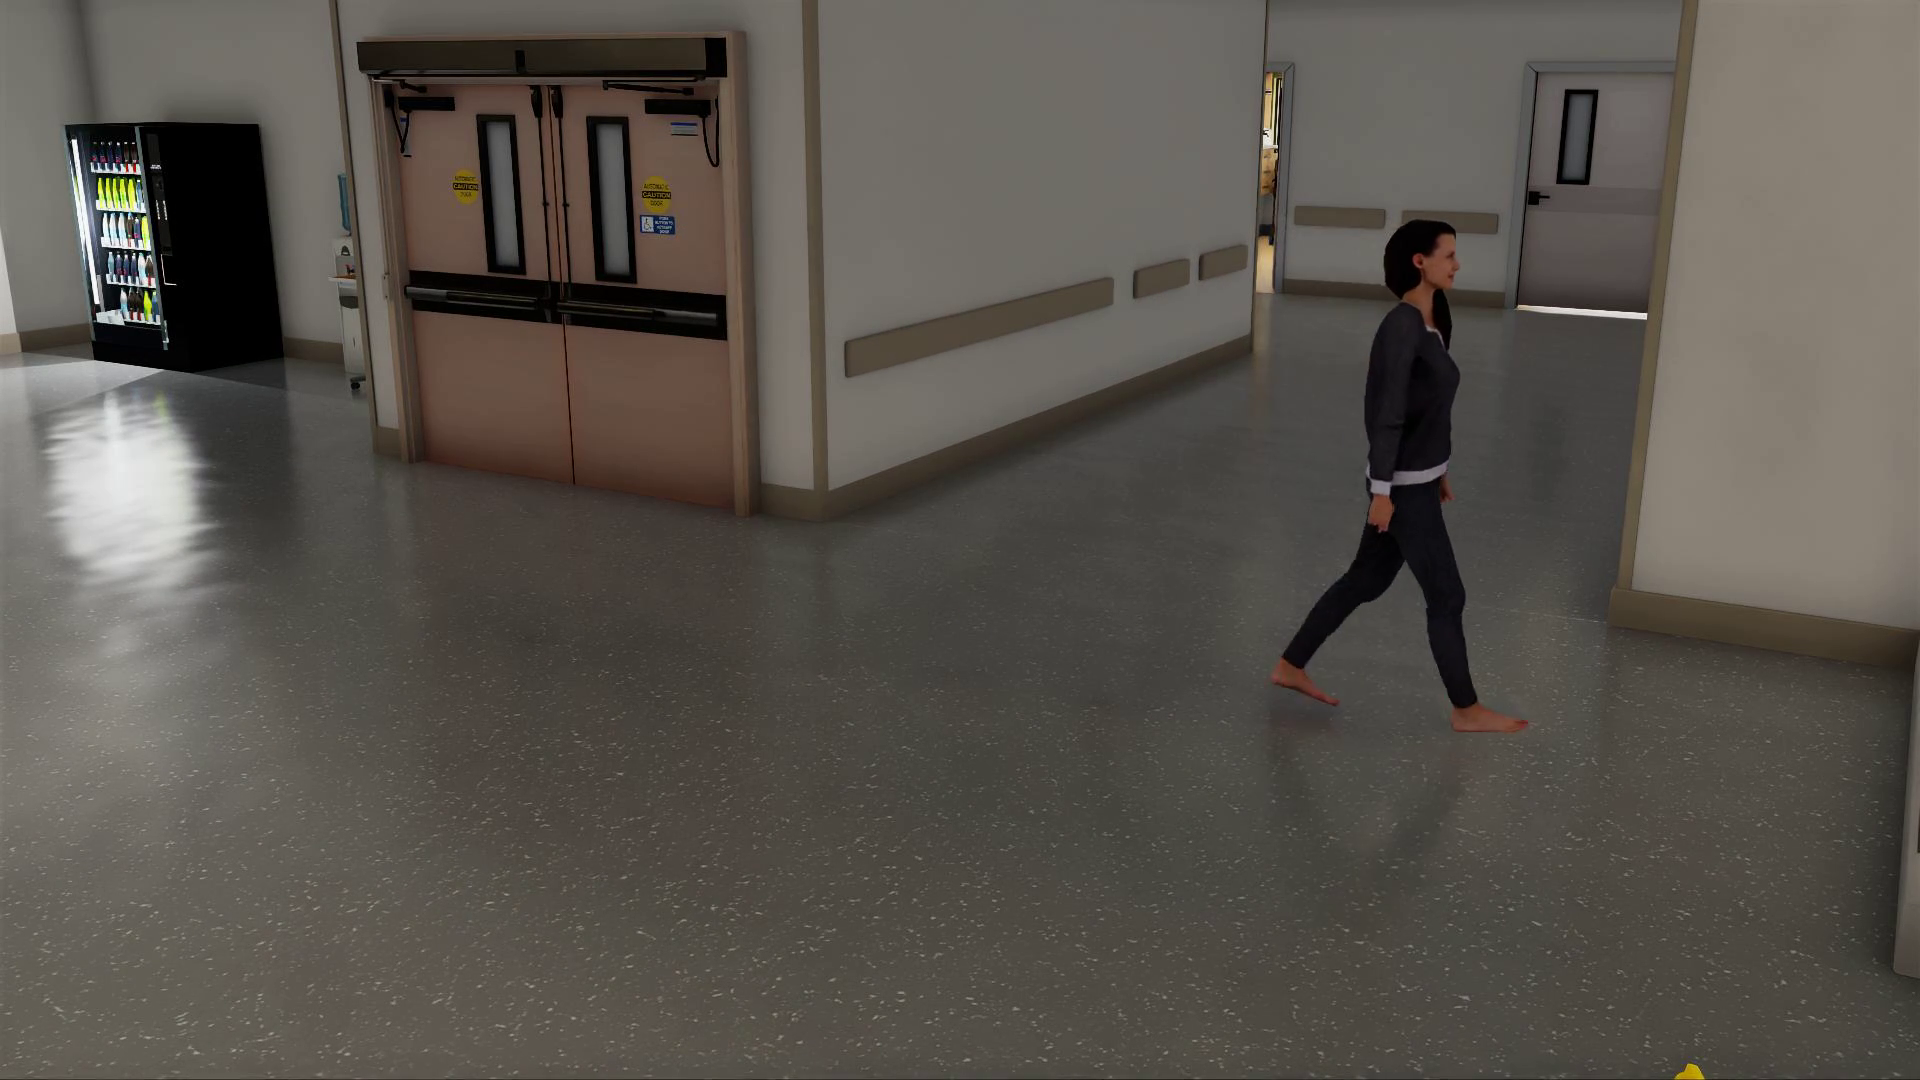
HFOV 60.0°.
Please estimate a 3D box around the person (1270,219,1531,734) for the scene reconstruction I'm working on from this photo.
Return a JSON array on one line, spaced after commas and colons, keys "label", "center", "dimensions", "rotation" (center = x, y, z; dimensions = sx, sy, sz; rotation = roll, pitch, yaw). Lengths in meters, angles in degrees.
[{"label": "person", "center": [1.429, -0.183, 5.669], "dimensions": [1.168, 1.726, 0.768], "rotation": [6, 17, 19]}]
